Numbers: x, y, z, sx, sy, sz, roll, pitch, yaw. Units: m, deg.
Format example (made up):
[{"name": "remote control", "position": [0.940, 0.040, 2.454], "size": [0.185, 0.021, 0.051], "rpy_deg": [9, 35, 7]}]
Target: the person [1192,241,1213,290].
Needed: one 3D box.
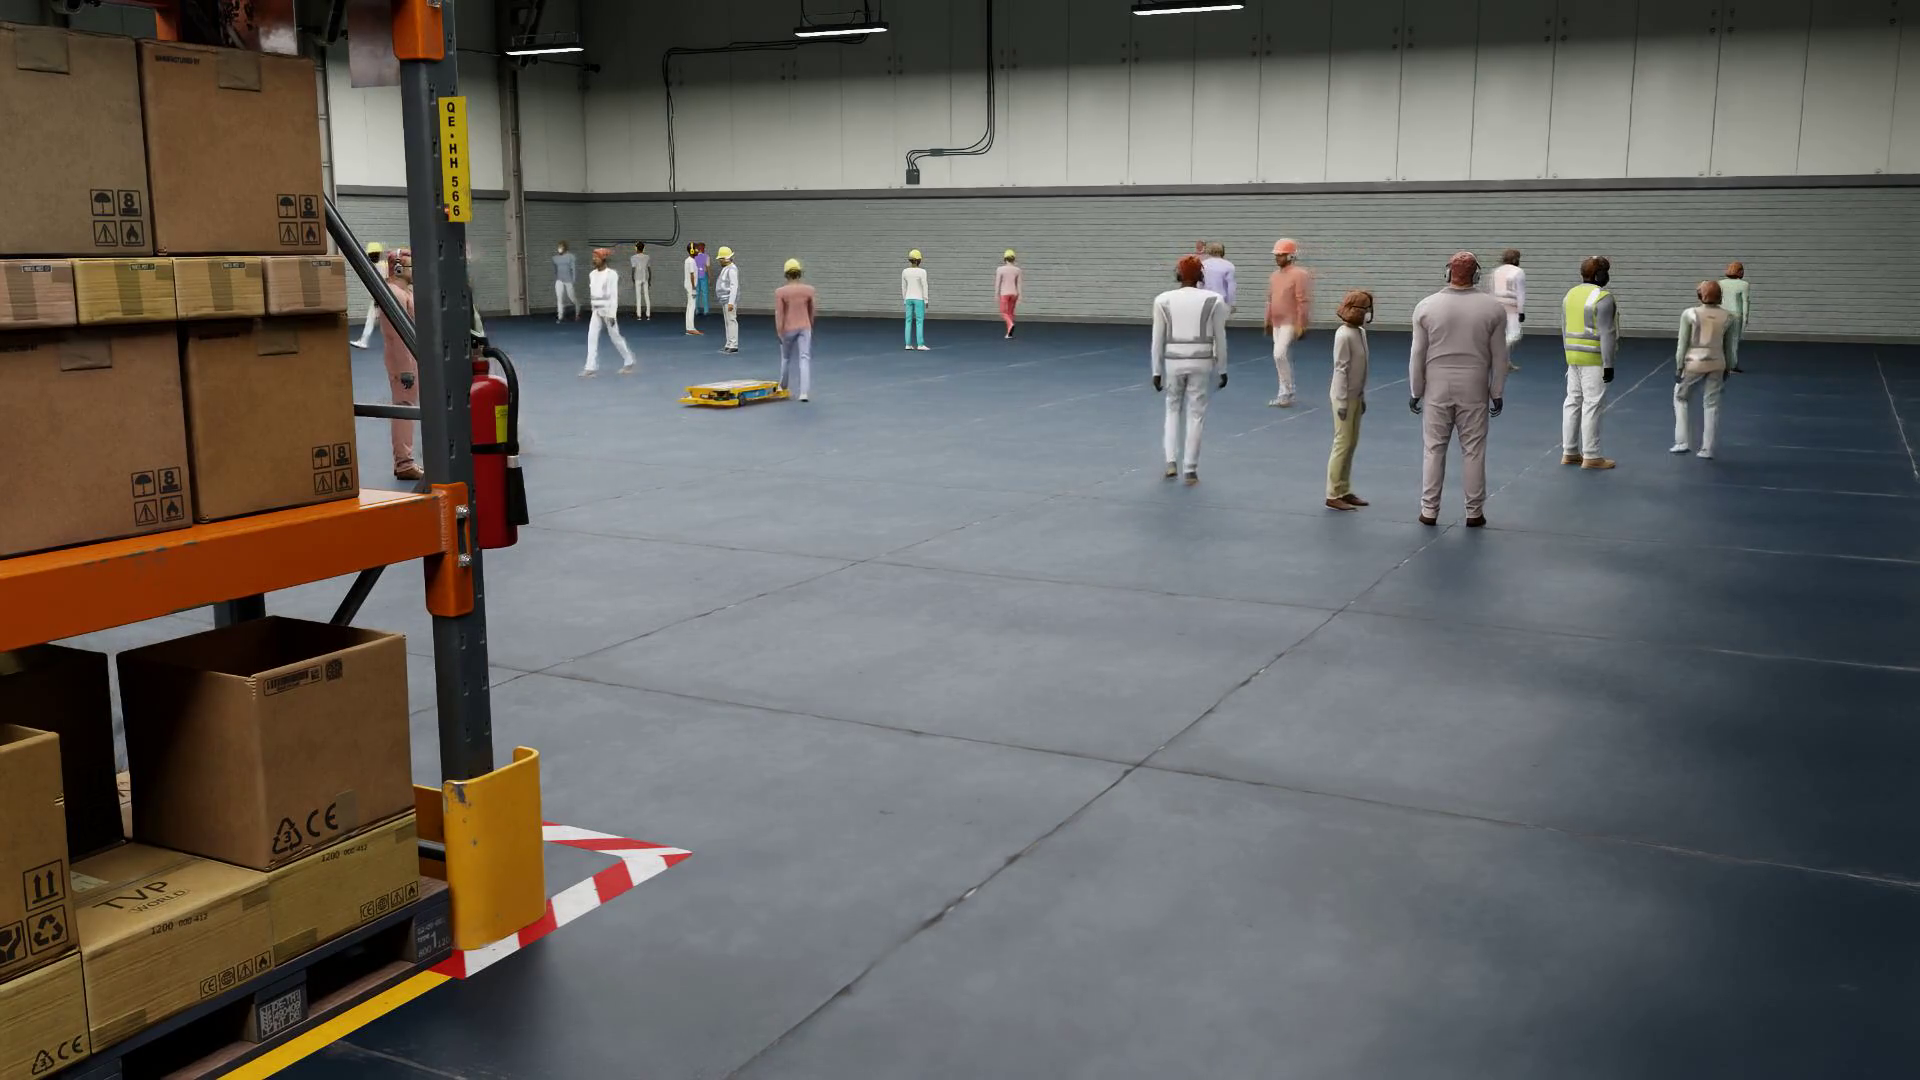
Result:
[{"name": "person", "position": [5.030, -5.288, 34.760], "size": [0.643, 1.905, 0.400], "rpy_deg": [5, 11, 25]}]

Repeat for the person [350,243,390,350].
[{"name": "person", "position": [-10.314, -4.288, 29.349], "size": [0.969, 1.875, 0.604], "rpy_deg": [-9, 14, -40]}]

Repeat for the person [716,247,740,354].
[{"name": "person", "position": [-3.975, -4.097, 28.484], "size": [0.403, 1.822, 0.589], "rpy_deg": [-3, 11, -18]}]

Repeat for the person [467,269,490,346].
[{"name": "person", "position": [-5.525, -2.266, 18.565], "size": [0.594, 1.792, 0.869], "rpy_deg": [9, 14, 42]}]

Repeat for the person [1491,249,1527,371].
[{"name": "person", "position": [8.091, -3.393, 24.630], "size": [0.579, 1.828, 0.641], "rpy_deg": [-4, 11, -20]}]

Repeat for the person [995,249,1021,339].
[{"name": "person", "position": [0.966, -4.770, 32.347], "size": [0.531, 1.746, 0.579], "rpy_deg": [-4, 11, -23]}]

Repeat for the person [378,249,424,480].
[{"name": "person", "position": [-4.604, -1.457, 13.856], "size": [0.407, 1.906, 0.655], "rpy_deg": [-4, 11, -20]}]

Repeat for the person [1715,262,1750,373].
[{"name": "person", "position": [11.402, -3.289, 24.590], "size": [0.270, 1.632, 0.508], "rpy_deg": [-9, 14, -41]}]

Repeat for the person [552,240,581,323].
[{"name": "person", "position": [-9.149, -6.008, 38.695], "size": [0.630, 1.911, 0.884], "rpy_deg": [2, 11, 10]}]

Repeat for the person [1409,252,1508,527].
[{"name": "person", "position": [3.463, -1.043, 11.598], "size": [0.651, 1.906, 0.403], "rpy_deg": [3, 11, 15]}]

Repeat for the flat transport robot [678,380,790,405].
[{"name": "flat transport robot", "position": [-2.720, -1.791, 20.141], "size": [0.652, 0.197, 1.431], "rpy_deg": [5, 12, 27]}]

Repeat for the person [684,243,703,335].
[{"name": "person", "position": [-5.469, -5.136, 34.017], "size": [0.334, 1.873, 0.517], "rpy_deg": [-3, 11, -17]}]

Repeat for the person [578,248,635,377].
[{"name": "person", "position": [-5.088, -3.278, 23.978], "size": [0.589, 1.844, 0.964], "rpy_deg": [8, 13, 36]}]

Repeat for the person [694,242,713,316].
[{"name": "person", "position": [-6.554, -6.584, 42.001], "size": [0.564, 1.837, 0.396], "rpy_deg": [4, 11, 21]}]

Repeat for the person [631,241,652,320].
[{"name": "person", "position": [-7.643, -6.211, 39.880], "size": [0.511, 1.872, 0.328], "rpy_deg": [-6, 12, -28]}]

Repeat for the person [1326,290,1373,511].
[{"name": "person", "position": [2.891, -1.032, 12.311], "size": [0.289, 1.623, 0.507], "rpy_deg": [6, 12, 29]}]

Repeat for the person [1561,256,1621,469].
[{"name": "person", "position": [5.512, -1.548, 14.524], "size": [0.429, 1.847, 0.627], "rpy_deg": [-3, 11, -15]}]

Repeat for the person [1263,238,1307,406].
[{"name": "person", "position": [3.769, -2.548, 19.593], "size": [0.518, 1.980, 0.649], "rpy_deg": [-5, 11, -24]}]

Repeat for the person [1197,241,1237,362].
[{"name": "person", "position": [4.110, -3.798, 26.575], "size": [0.633, 1.924, 0.463], "rpy_deg": [8, 13, 38]}]

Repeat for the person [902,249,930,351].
[{"name": "person", "position": [-0.781, -4.219, 29.293], "size": [0.525, 1.772, 0.307], "rpy_deg": [6, 12, 31]}]

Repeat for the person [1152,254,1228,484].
[{"name": "person", "position": [1.895, -1.402, 13.678], "size": [0.597, 1.866, 0.619], "rpy_deg": [3, 11, 18]}]

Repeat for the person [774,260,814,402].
[{"name": "person", "position": [-2.045, -2.575, 20.467], "size": [0.523, 1.720, 0.915], "rpy_deg": [-3, 11, -17]}]

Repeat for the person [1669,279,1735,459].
[{"name": "person", "position": [6.753, -1.555, 15.174], "size": [0.543, 1.618, 0.580], "rpy_deg": [0, 10, 0]}]

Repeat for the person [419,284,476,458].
[{"name": "person", "position": [-4.559, -1.733, 15.171], "size": [0.777, 1.975, 0.636], "rpy_deg": [-6, 12, -31]}]
